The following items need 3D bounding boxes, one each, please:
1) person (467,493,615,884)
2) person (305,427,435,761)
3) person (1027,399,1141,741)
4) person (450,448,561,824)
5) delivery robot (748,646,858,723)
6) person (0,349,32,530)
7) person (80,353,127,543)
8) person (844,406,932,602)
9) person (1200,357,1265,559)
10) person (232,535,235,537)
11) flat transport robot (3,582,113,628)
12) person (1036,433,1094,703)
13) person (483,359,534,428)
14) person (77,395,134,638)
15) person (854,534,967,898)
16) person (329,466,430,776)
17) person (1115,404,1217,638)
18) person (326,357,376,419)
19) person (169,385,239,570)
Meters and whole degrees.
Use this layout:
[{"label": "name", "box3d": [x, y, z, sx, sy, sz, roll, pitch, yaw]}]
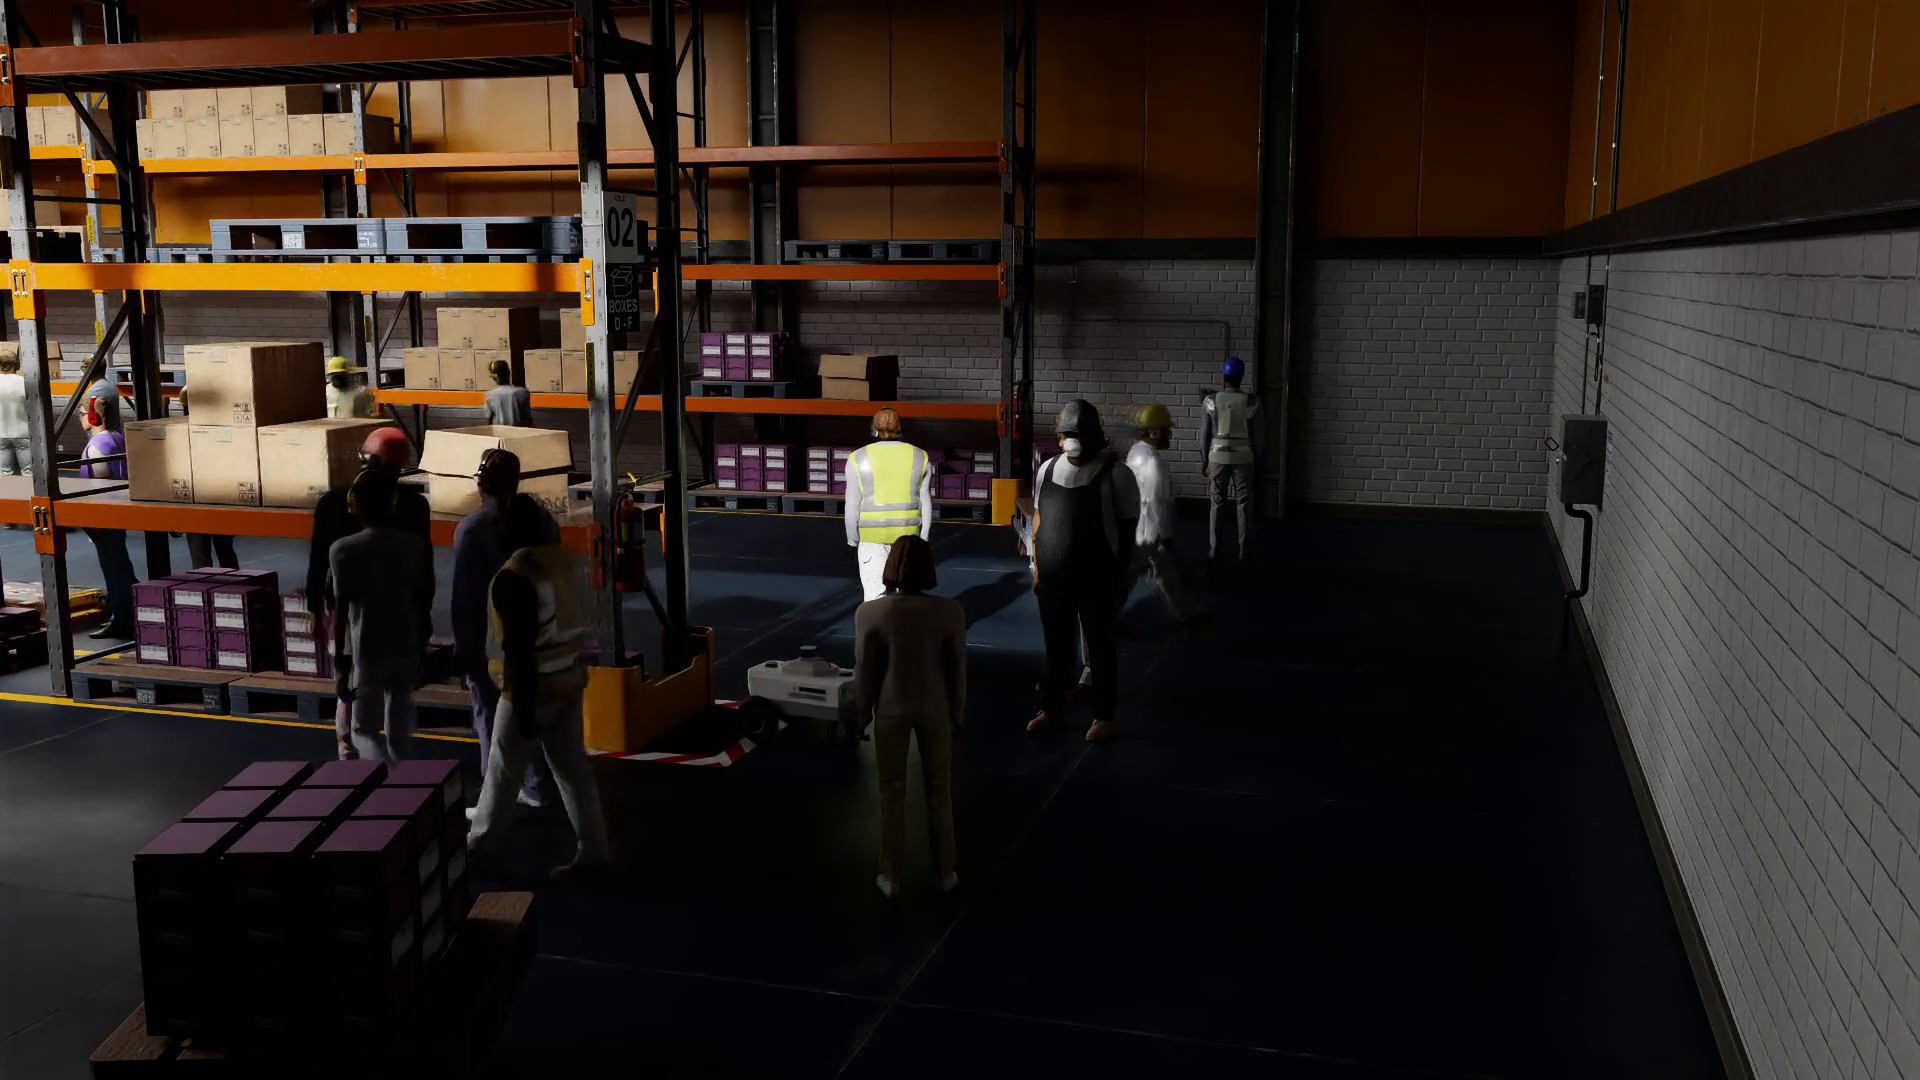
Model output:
[{"label": "person", "box3d": [-1.998, 0.687, 7.570, 0.902, 1.788, 0.695, 2, 10, 12]}, {"label": "person", "box3d": [-3.179, 0.365, 9.016, 0.648, 1.951, 0.628, -7, 12, -36]}, {"label": "person", "box3d": [0.695, 0.176, 9.904, 0.682, 2.000, 0.537, 6, 11, 31]}, {"label": "person", "box3d": [-2.329, 0.482, 8.487, 0.402, 1.901, 0.647, 6, 11, 33]}, {"label": "delivery robot", "box3d": [-0.899, 0.873, 9.890, 0.707, 0.478, 0.477, 5, 10, 25]}, {"label": "person", "box3d": [-10.112, -1.068, 17.797, 0.632, 1.940, 0.372, -2, 10, -12]}, {"label": "person", "box3d": [-8.781, -0.944, 17.038, 0.361, 1.938, 0.635, -2, 10, -15]}, {"label": "person", "box3d": [-0.506, -0.014, 11.667, 0.625, 1.843, 0.430, -2, 10, -13]}, {"label": "person", "box3d": [2.622, -0.782, 16.027, 0.615, 1.944, 0.396, 2, 10, 14]}, {"label": "person", "box3d": [-7.722, -0.905, 17.086, 0.344, 1.845, 0.506, 1, 9, 3]}, {"label": "flat transport robot", "box3d": [-7.446, 0.506, 13.272, 1.431, 0.197, 0.652, 4, 10, 24]}, {"label": "person", "box3d": [0.748, 0.107, 10.801, 0.356, 1.885, 0.574, -6, 11, -31]}, {"label": "person", "box3d": [-4.798, -1.027, 17.868, 0.552, 1.831, 0.446, 0, 9, -1]}, {"label": "person", "box3d": [-6.471, -0.179, 12.661, 0.375, 1.843, 0.575, -2, 10, -13]}, {"label": "person", "box3d": [-0.220, 0.786, 7.418, 0.501, 1.633, 0.285, 0, 9, -3]}, {"label": "person", "box3d": [-2.758, 0.577, 8.042, 0.524, 1.854, 0.526, 9, 13, 43]}, {"label": "person", "box3d": [1.489, -0.132, 12.558, 0.940, 1.778, 0.613, 0, 9, -2]}, {"label": "person", "box3d": [-6.828, -1.128, 18.551, 0.673, 1.825, 0.409, -2, 10, -12]}, {"label": "person", "box3d": [-5.809, -0.241, 12.788, 0.369, 1.928, 0.585, 5, 11, 29]}]
